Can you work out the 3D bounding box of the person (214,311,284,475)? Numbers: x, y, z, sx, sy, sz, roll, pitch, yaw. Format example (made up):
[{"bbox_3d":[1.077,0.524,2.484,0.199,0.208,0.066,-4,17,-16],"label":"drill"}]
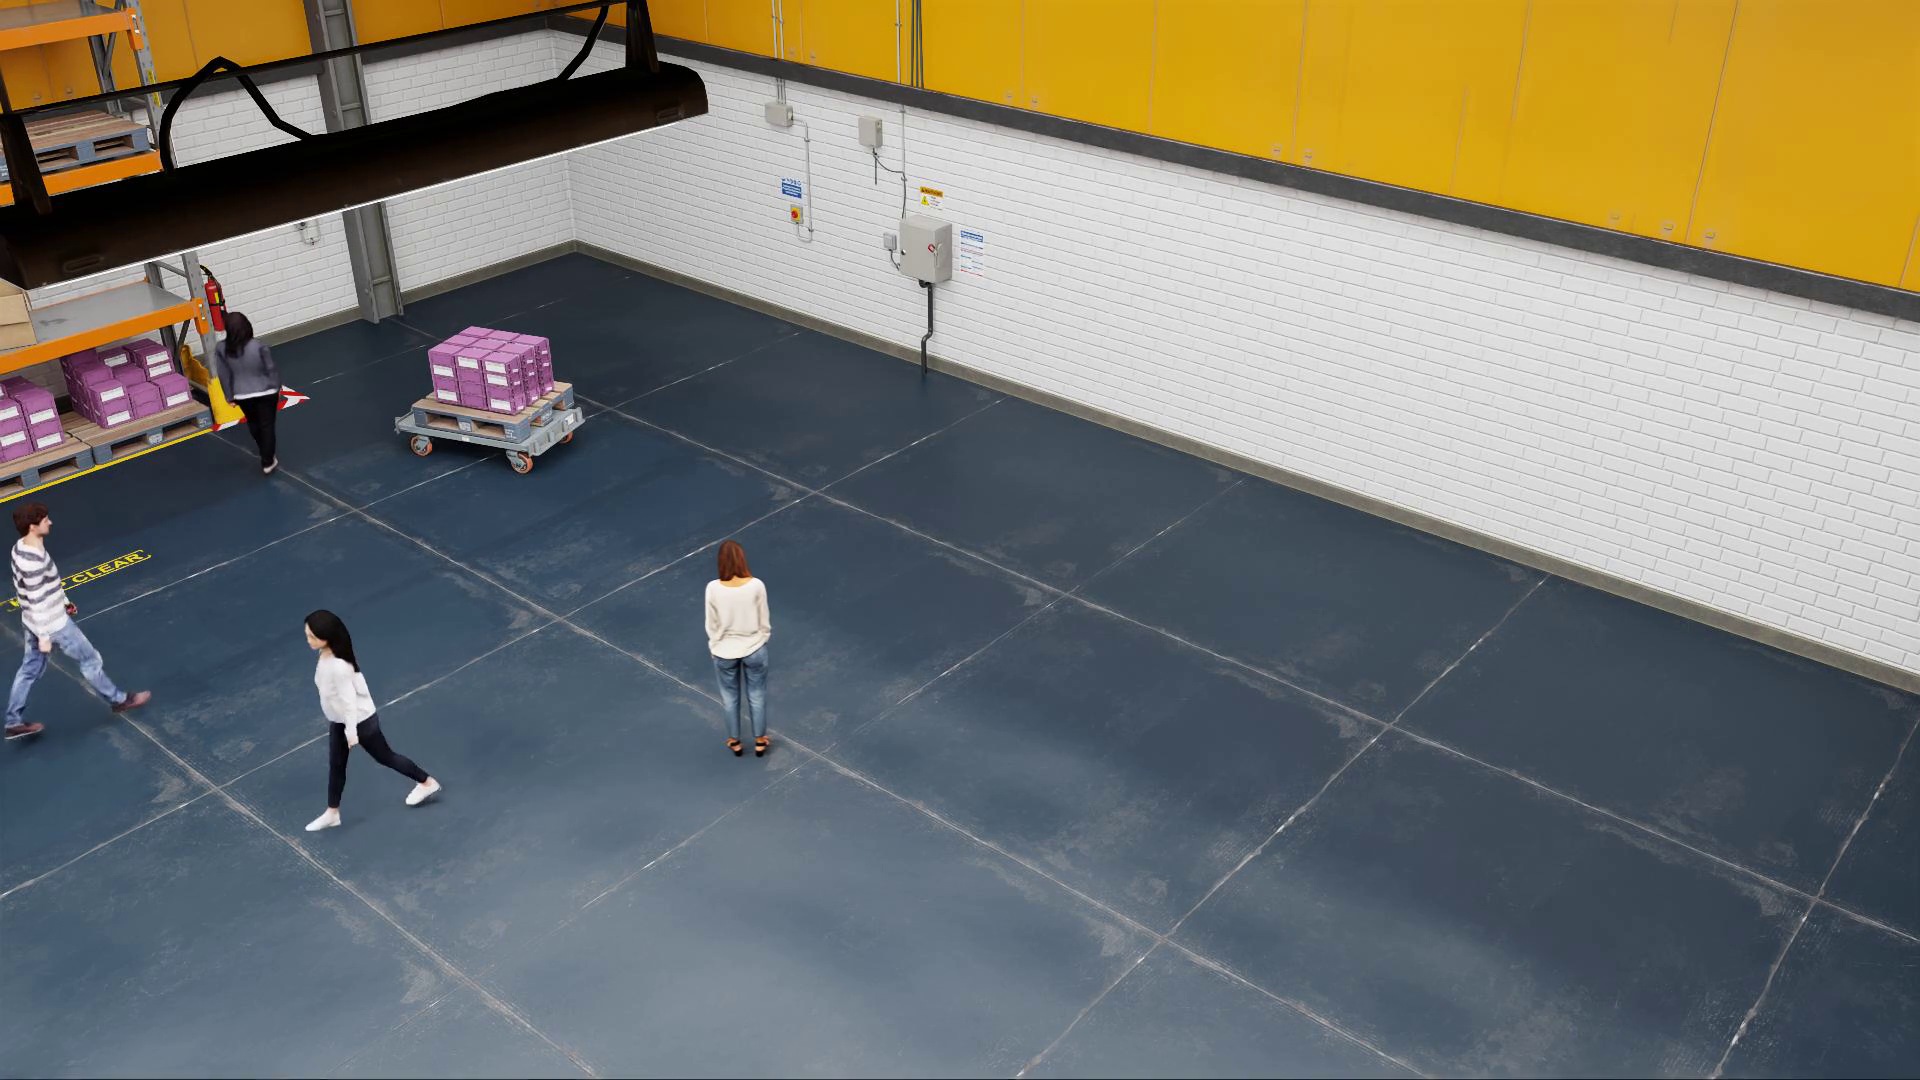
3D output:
[{"bbox_3d":[-6.704,-1.369,15.751,0.956,1.568,1.027,0,29,-1],"label":"person"}]

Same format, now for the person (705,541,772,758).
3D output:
[{"bbox_3d":[-1.548,0.779,11.705,0.696,1.672,0.748,-1,29,-2],"label":"person"}]

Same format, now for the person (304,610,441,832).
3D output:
[{"bbox_3d":[-3.923,1.152,11.035,1.173,1.659,0.789,-18,33,-30],"label":"person"}]

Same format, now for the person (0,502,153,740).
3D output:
[{"bbox_3d":[-6.606,0.637,11.841,1.276,1.791,0.829,-21,35,-34],"label":"person"}]
